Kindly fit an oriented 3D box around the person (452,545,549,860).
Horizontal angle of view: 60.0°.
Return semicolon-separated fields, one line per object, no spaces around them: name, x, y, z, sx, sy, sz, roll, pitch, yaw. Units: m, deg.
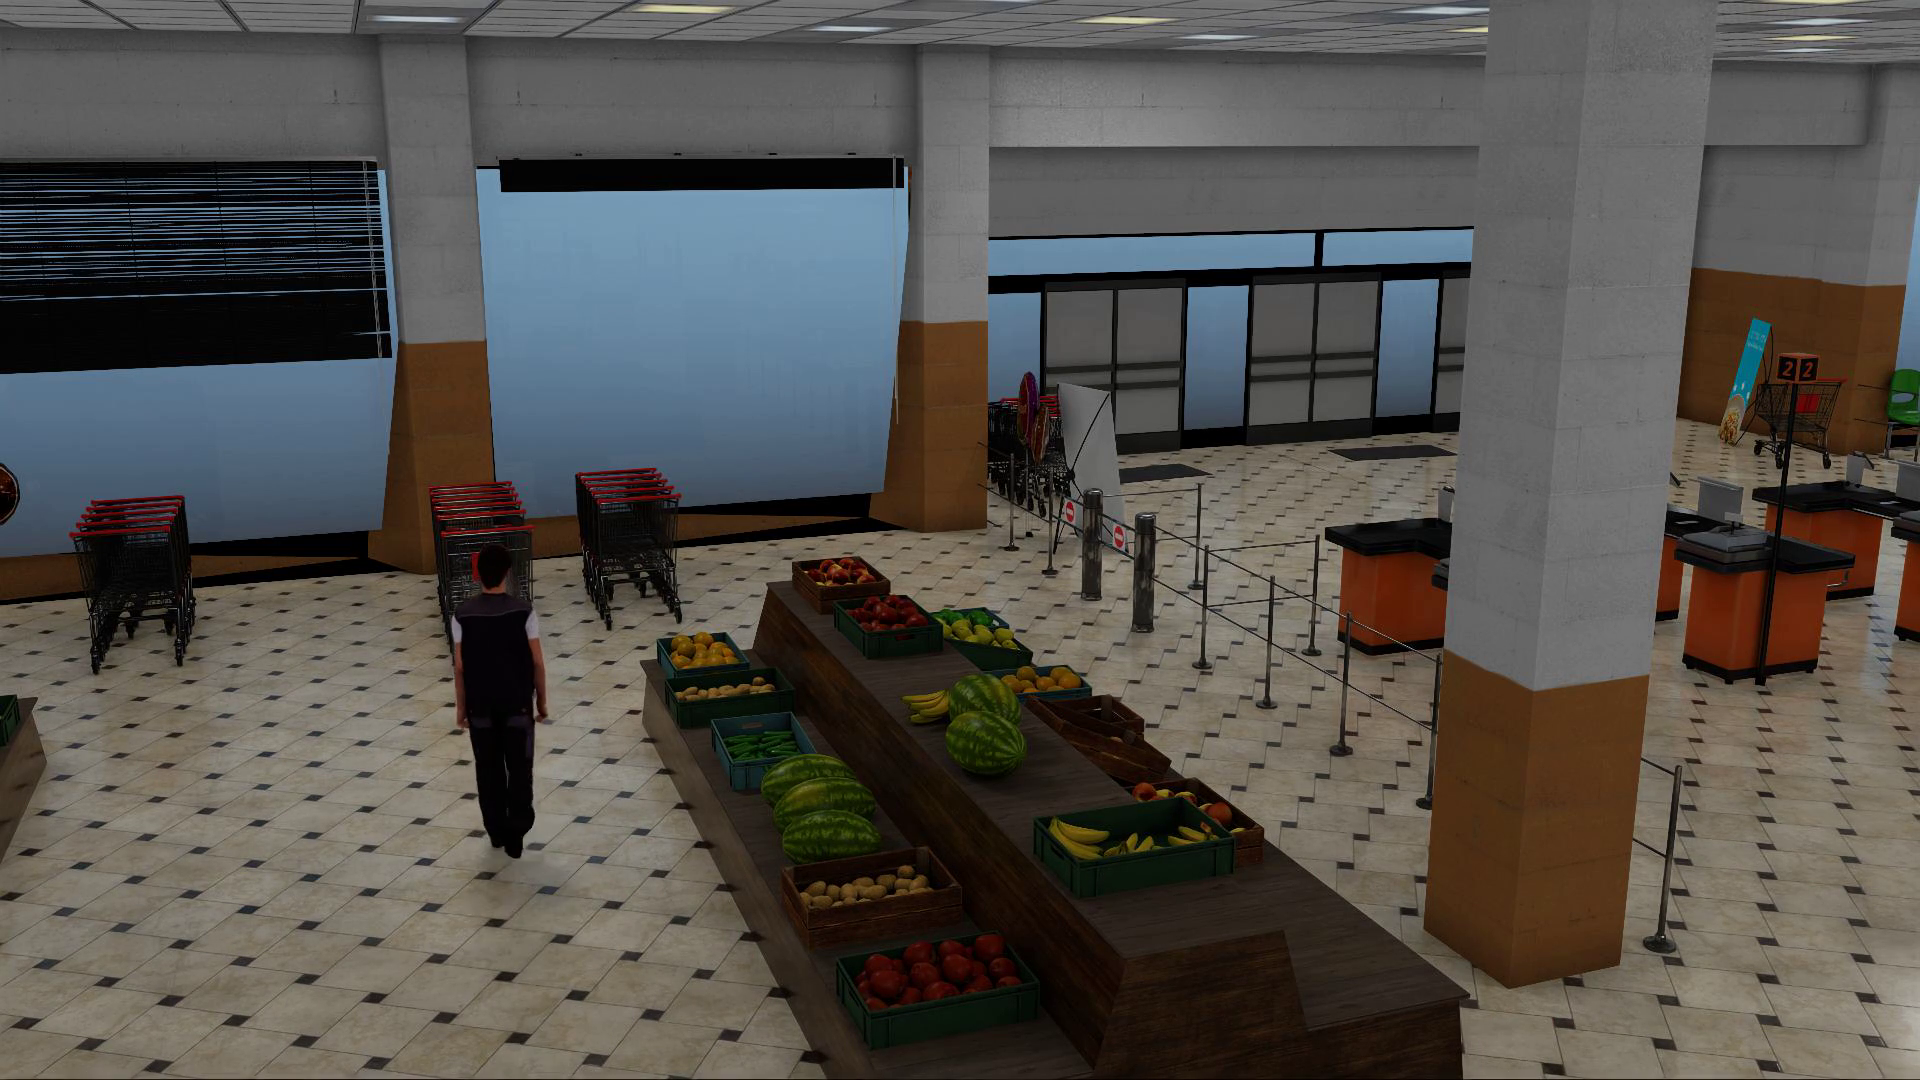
person;-2.637;0.966;9.536;0.747;1.828;1.003;-3;14;-14
